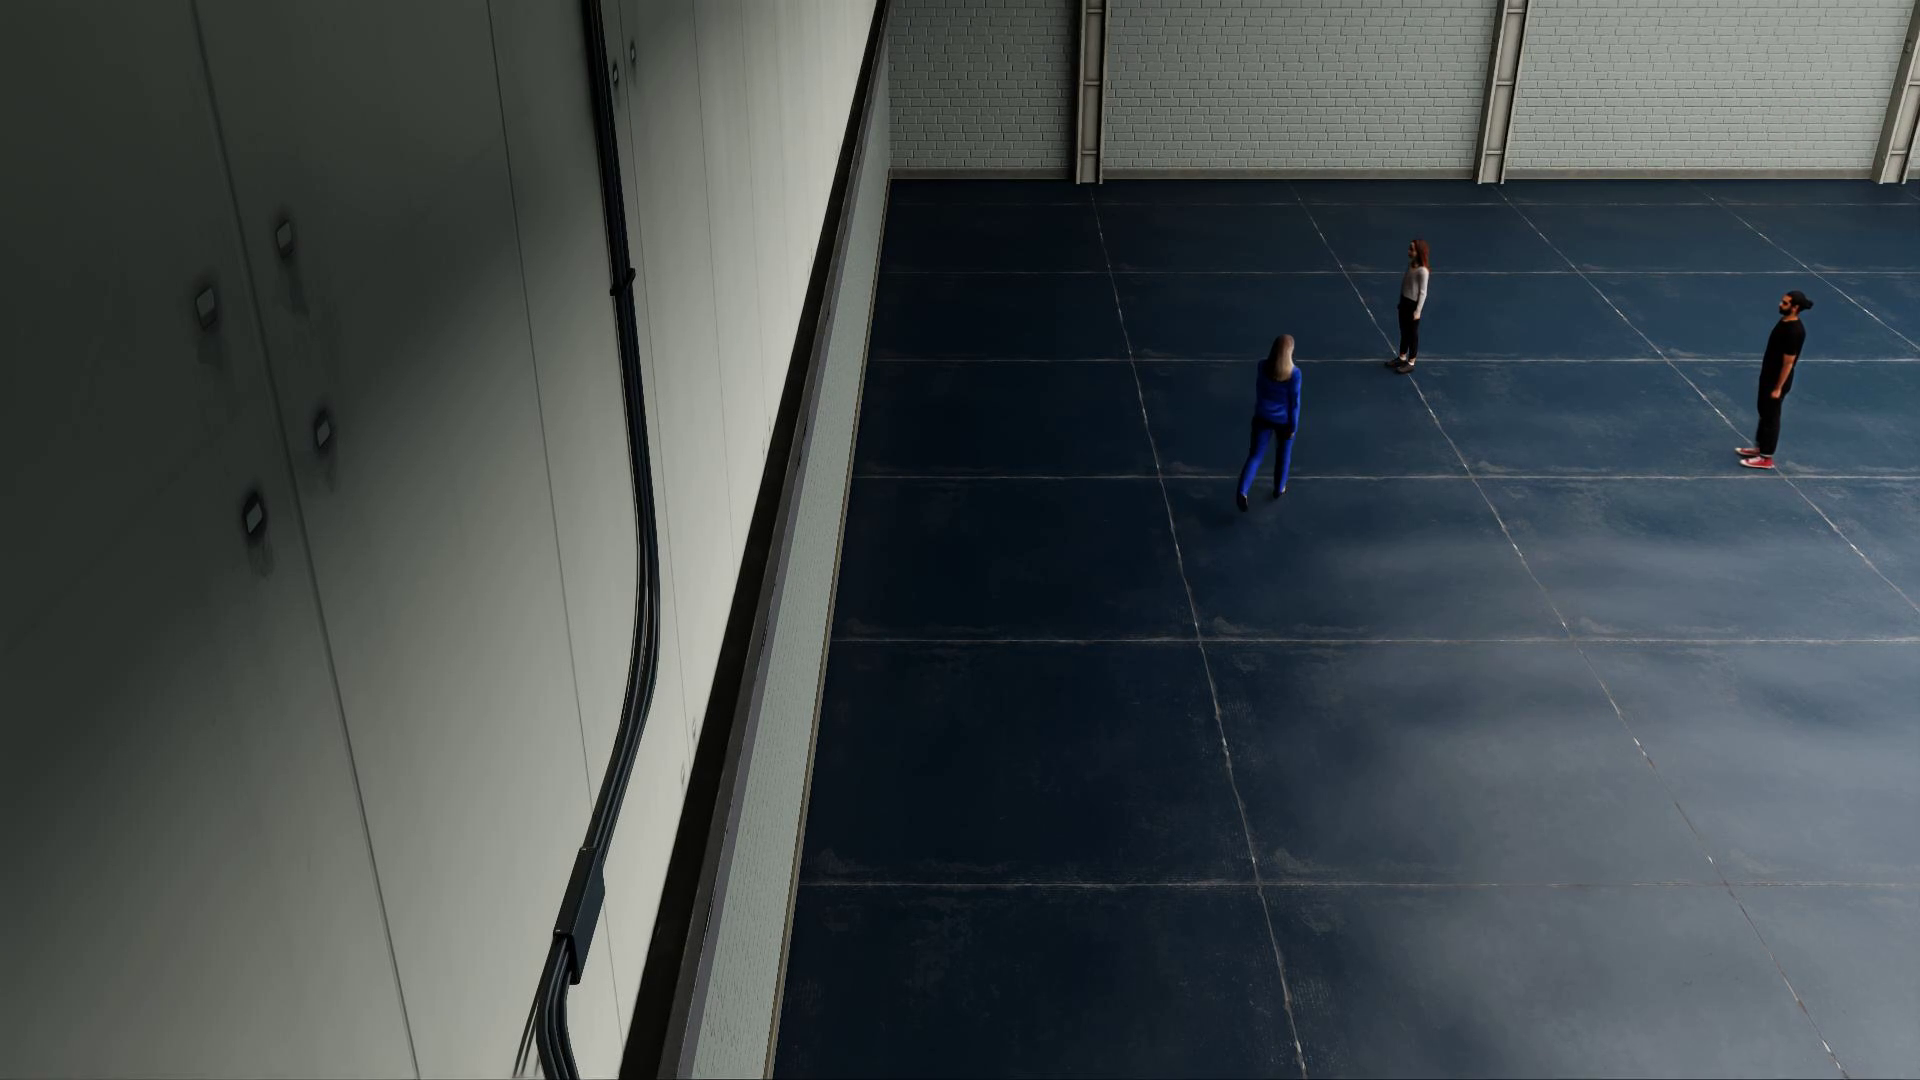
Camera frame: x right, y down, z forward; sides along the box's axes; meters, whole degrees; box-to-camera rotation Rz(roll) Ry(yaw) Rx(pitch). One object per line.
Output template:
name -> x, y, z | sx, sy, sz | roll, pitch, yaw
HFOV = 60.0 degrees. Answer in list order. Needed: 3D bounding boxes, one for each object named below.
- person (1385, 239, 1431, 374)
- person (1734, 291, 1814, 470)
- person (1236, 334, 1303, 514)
person -> 4.909, -2.552, 18.058 | 0.585, 1.485, 0.598 | -9, 29, -16
person -> 7.794, -1.539, 15.864 | 0.640, 1.758, 0.678 | 7, 29, 13
person -> 2.790, -1.037, 15.009 | 1.106, 1.675, 1.030 | 16, 32, 28
